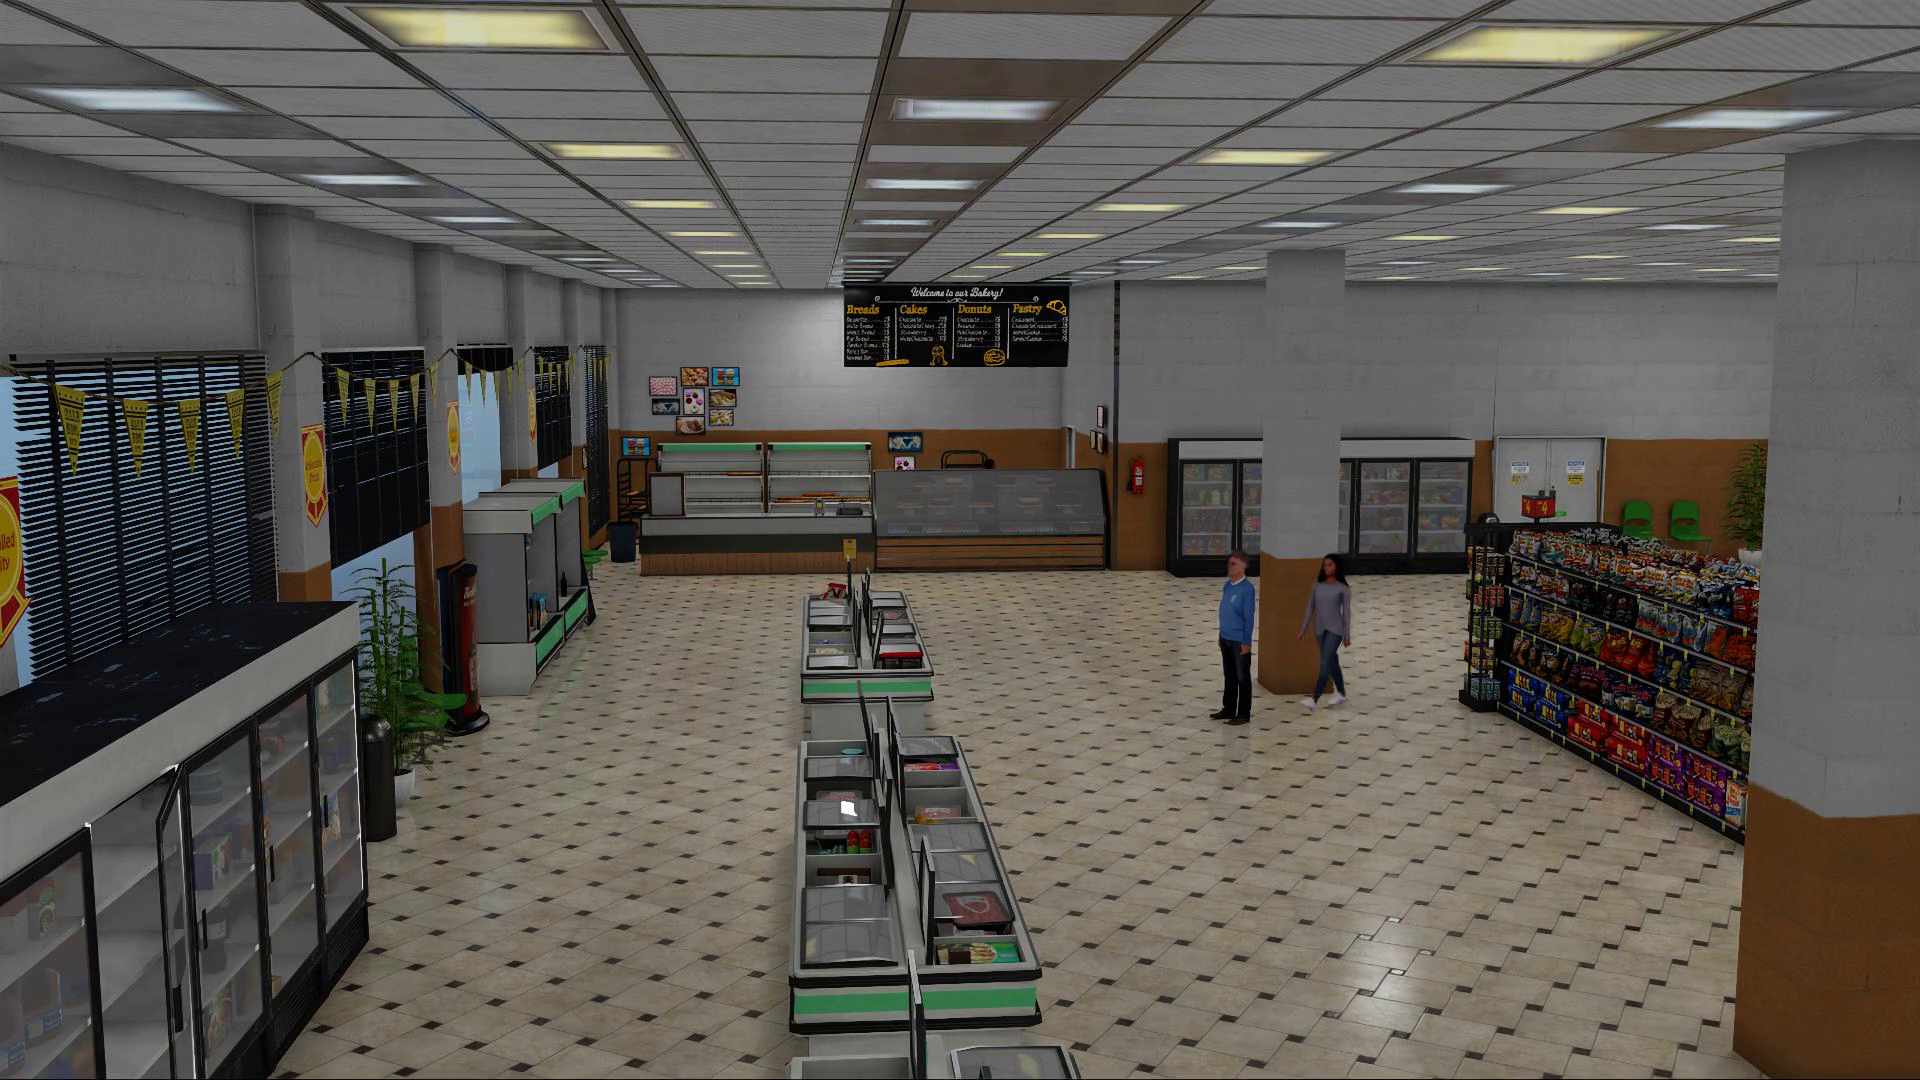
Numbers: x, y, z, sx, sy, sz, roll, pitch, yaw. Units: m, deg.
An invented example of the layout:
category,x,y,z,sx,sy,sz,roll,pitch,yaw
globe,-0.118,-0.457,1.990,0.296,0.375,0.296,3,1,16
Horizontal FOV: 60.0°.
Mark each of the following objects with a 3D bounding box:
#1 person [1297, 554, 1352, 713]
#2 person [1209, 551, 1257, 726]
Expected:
category,x,y,z,sx,sy,sz,roll,pitch,yaw
person,4.042,1.015,17.927,1.133,1.683,1.177,-6,9,-39
person,2.902,1.005,17.439,0.789,1.822,0.651,-4,8,-28
